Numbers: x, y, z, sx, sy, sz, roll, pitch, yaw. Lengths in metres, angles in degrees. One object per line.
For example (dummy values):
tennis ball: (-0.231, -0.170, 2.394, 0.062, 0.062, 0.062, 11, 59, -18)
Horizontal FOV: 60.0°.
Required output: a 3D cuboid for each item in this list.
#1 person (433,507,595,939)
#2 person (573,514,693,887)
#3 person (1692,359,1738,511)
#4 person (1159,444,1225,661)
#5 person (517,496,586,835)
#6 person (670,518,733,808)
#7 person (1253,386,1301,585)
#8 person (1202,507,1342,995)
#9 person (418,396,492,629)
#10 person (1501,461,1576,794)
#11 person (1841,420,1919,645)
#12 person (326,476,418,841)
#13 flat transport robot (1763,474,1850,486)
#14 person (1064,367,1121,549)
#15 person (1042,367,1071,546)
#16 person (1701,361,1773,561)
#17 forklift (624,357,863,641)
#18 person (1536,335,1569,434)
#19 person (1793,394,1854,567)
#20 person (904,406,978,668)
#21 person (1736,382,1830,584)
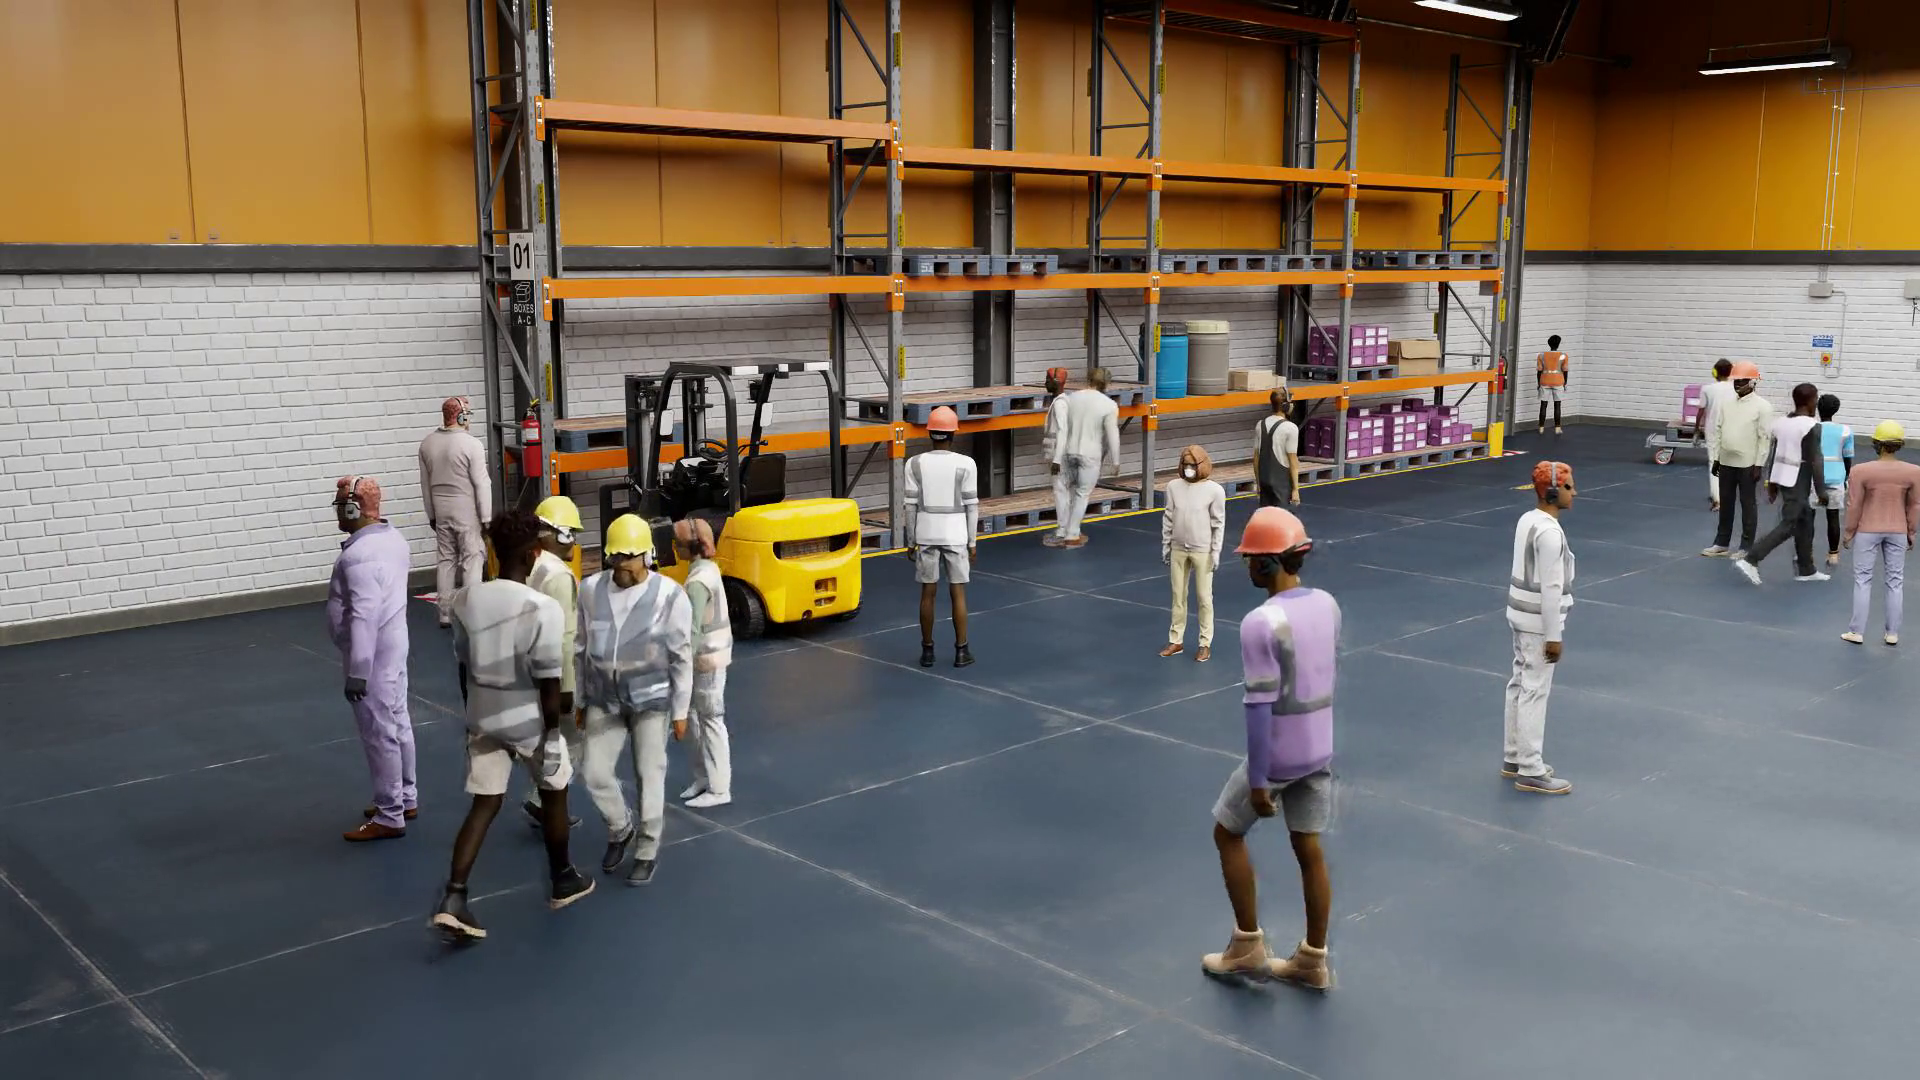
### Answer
person: (-2.051, 0.812, 7.475, 0.618, 1.932, 0.950, 4, 10, 21)
person: (-1.579, 0.767, 8.032, 0.615, 1.817, 0.419, 2, 10, 9)
person: (9.126, -1.269, 20.015, 0.532, 1.817, 0.984, 2, 10, 11)
person: (1.745, 0.093, 12.528, 0.497, 1.632, 0.289, 6, 12, 33)
person: (-2.104, 0.670, 8.651, 0.423, 1.798, 0.620, -7, 12, -35)
person: (-1.451, 0.682, 9.088, 0.422, 1.624, 0.534, -1, 10, -7)
person: (2.925, -0.494, 15.341, 0.327, 1.843, 0.516, -7, 12, -35)
person: (1.297, 0.866, 6.881, 0.634, 2.020, 0.660, -8, 13, -39)
person: (-4.046, -0.212, 13.510, 0.654, 1.906, 0.408, 4, 11, 24)
person: (3.309, 0.488, 9.487, 0.362, 1.883, 0.575, 1, 10, 5)
person: (7.189, -0.054, 12.991, 0.532, 1.772, 0.300, 2, 10, 11)
person: (-3.088, 0.612, 8.691, 0.401, 1.906, 0.650, 0, 10, -2)
flat transport robot: (11.233, -0.839, 21.966, 1.431, 0.197, 0.652, -9, 13, -43)
person: (1.316, -0.845, 17.270, 0.653, 1.887, 0.600, 8, 13, 40)
person: (1.037, -0.876, 17.467, 0.337, 1.882, 0.584, 1, 10, 6)
person: (7.794, -0.791, 16.642, 0.376, 1.995, 0.612, -5, 11, -25)
forklift: (-1.847, -0.414, 13.852, 1.214, 2.155, 2.313, -9, 13, -42)
person: (10.110, -2.650, 28.399, 0.537, 1.696, 0.318, 5, 11, 27)
person: (8.440, -0.582, 16.289, 0.540, 1.695, 0.317, 2, 10, 10)
person: (-0.133, -0.019, 12.291, 0.546, 1.939, 0.375, 2, 10, 9)
person: (7.690, -0.522, 15.409, 0.931, 1.884, 0.591, 0, 10, -1)
